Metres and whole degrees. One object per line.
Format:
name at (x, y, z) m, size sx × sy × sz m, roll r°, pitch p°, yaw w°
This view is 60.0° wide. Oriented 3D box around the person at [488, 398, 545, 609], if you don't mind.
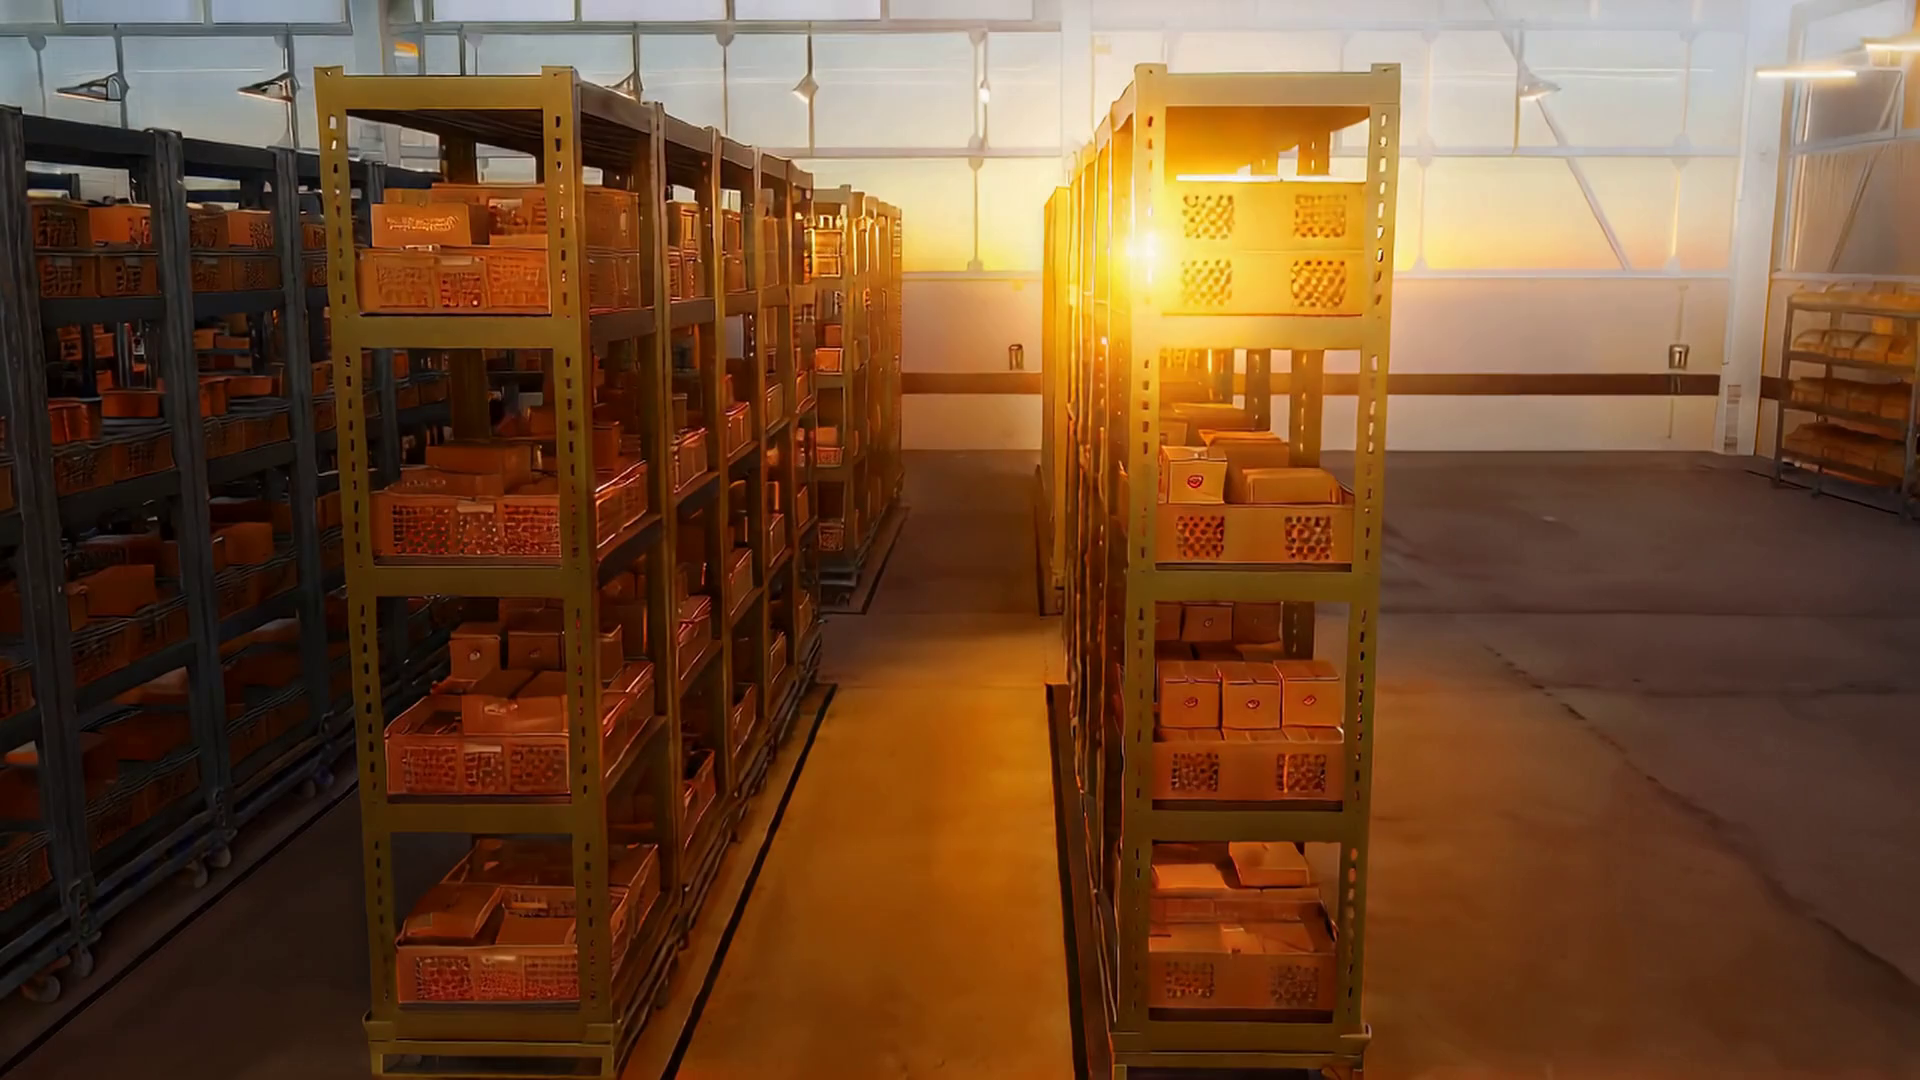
person at (-3.450, -0.104, 12.693) m, size 0.788 × 1.972 × 0.624 m, roll 1°, pitch 10°, yaw 6°
